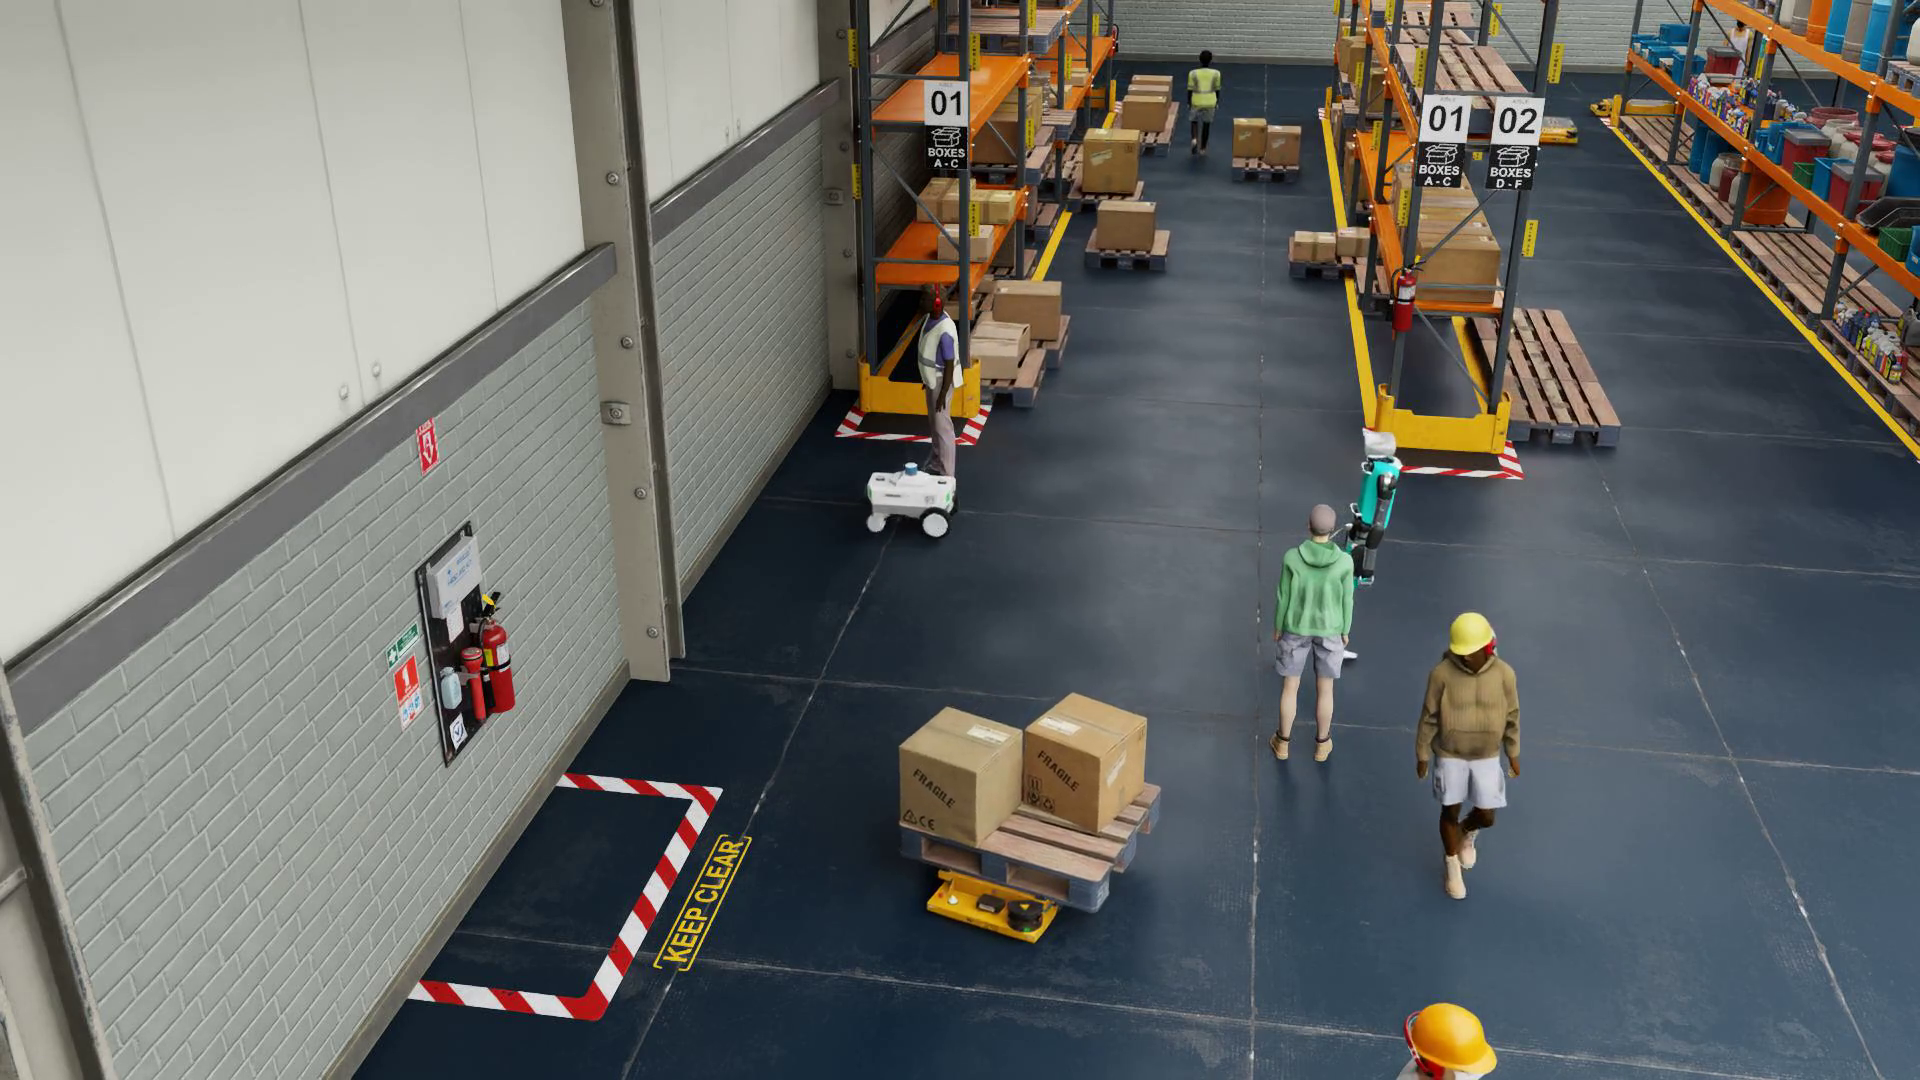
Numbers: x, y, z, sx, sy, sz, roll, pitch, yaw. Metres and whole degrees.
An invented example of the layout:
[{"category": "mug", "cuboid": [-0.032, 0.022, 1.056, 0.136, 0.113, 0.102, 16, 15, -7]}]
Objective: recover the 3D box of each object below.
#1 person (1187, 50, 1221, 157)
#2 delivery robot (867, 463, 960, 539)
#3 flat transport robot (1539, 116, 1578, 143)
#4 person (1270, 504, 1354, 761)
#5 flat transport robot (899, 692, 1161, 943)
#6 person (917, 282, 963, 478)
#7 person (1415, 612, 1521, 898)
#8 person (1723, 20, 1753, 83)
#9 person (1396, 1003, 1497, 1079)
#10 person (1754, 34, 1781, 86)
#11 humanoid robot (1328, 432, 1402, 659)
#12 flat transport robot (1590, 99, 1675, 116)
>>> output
[{"category": "person", "cuboid": [3.894, -6.975, 26.614, 0.537, 1.684, 0.417, 3, 25, 6]}, {"category": "delivery robot", "cuboid": [-0.372, -0.334, 13.758, 0.803, 0.614, 0.499, 3, 25, 7]}, {"category": "flat transport robot", "cuboid": [10.105, -6.995, 28.330, 0.659, 0.231, 1.431, 5, 26, 11]}, {"category": "person", "cuboid": [2.187, 0.591, 10.351, 0.473, 1.743, 0.342, 4, 25, 8]}, {"category": "flat transport robot", "cuboid": [0.424, 1.768, 9.575, 0.659, 0.231, 1.431, 12, 28, 24]}, {"category": "person", "cuboid": [-0.179, -1.330, 14.339, 0.388, 1.847, 0.564, -6, 26, -13]}, {"category": "person", "cuboid": [2.783, 1.166, 9.116, 0.578, 1.742, 0.417, 3, 25, 7]}, {"category": "person", "cuboid": [13.705, -8.408, 29.475, 0.517, 1.859, 0.386, 7, 26, 16]}, {"category": "person", "cuboid": [1.692, 2.474, 6.158, 0.380, 1.890, 0.562, 19, 31, 35]}, {"category": "person", "cuboid": [15.850, -9.803, 32.574, 0.327, 1.765, 0.525, -18, 31, -34]}, {"category": "humanoid robot", "cuboid": [2.540, 0.142, 11.435, 0.802, 1.883, 0.553, 2, 25, 4]}, {"category": "flat transport robot", "cuboid": [12.190, -7.790, 30.030, 1.431, 0.231, 0.659, 4, 25, 9]}]
